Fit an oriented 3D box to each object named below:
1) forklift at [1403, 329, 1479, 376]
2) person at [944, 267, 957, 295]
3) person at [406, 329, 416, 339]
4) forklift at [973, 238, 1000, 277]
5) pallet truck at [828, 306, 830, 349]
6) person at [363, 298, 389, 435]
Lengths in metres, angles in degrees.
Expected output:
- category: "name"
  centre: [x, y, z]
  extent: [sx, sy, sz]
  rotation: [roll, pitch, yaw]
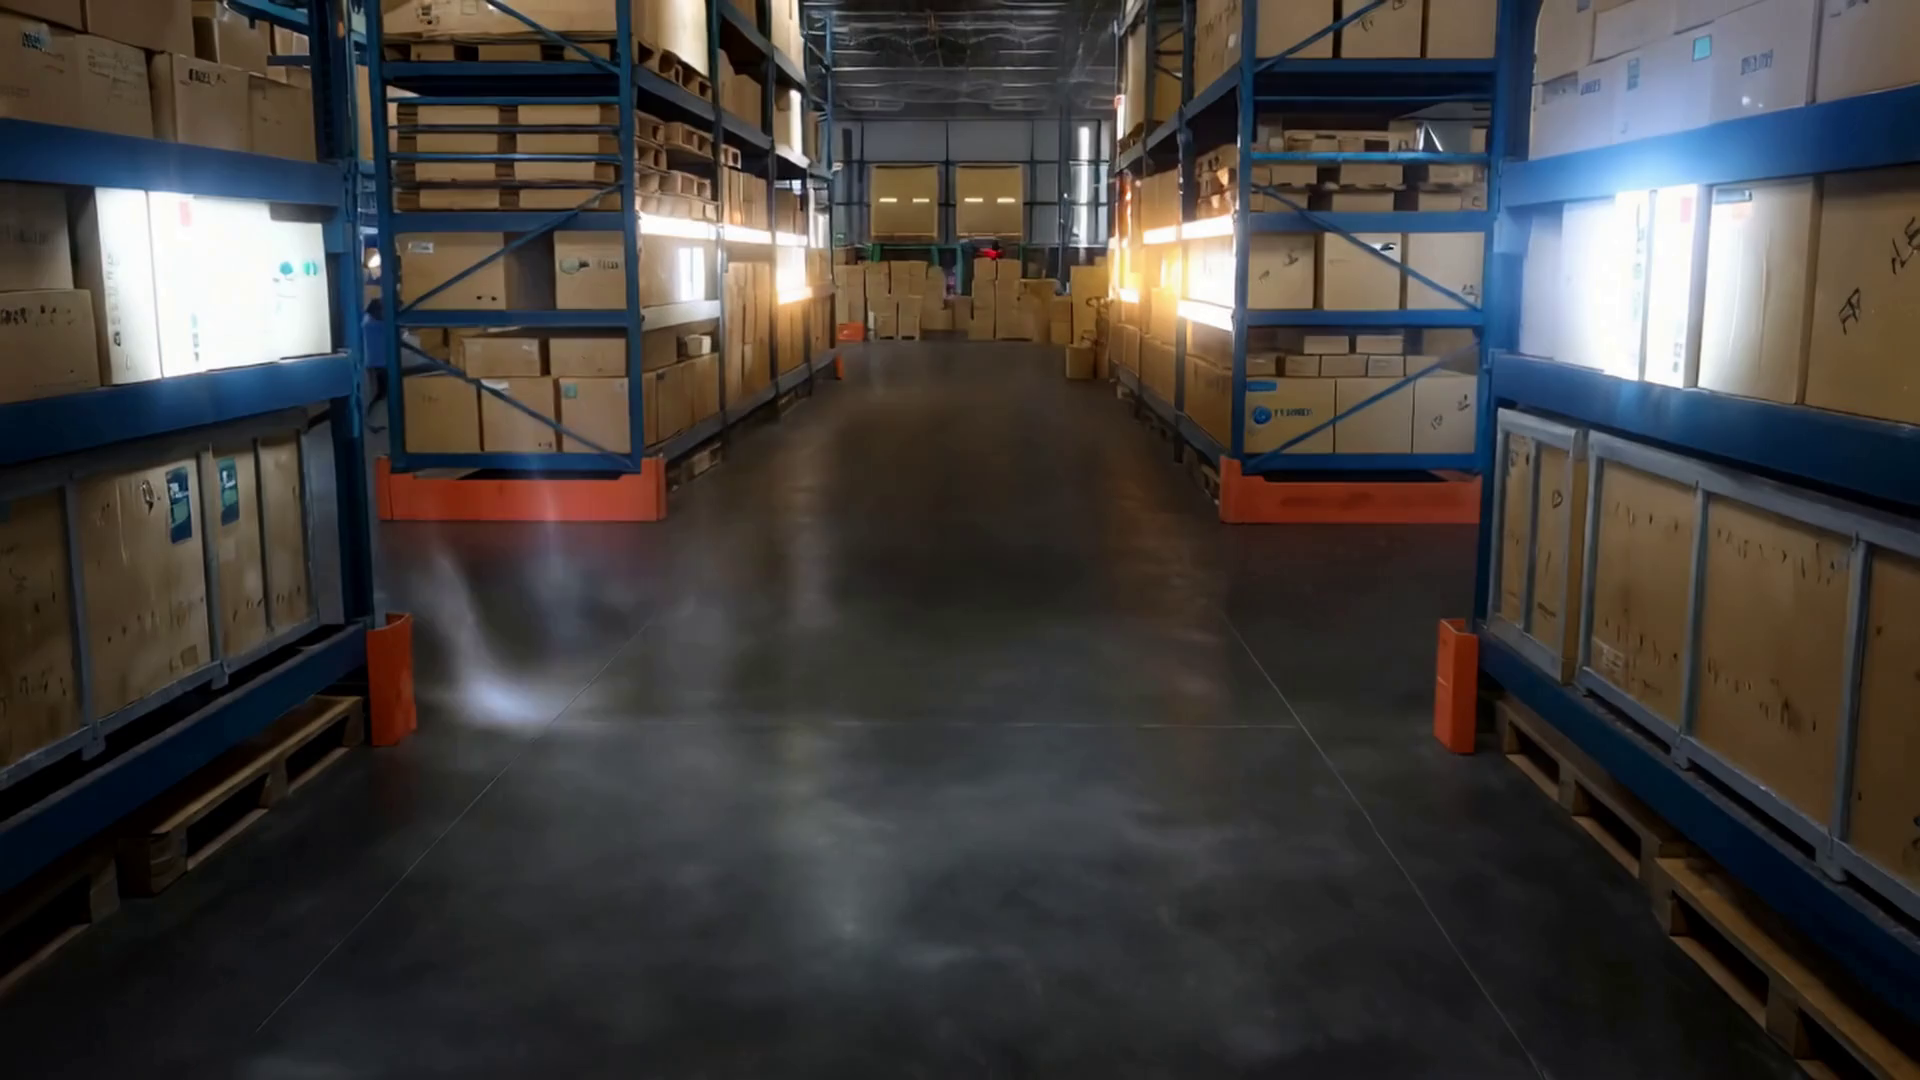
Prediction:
- category: "forklift"
  centre: [7.972, -3.737, 25.946]
  extent: [1.873, 2.768, 1.129]
  rotation: [0, 9, 1]
- category: "person"
  centre: [-0.412, -8.789, 59.232]
  extent: [0.648, 1.869, 0.389]
  rotation: [2, 10, 12]
- category: "person"
  centre: [-14.340, -6.246, 44.012]
  extent: [0.639, 1.874, 0.878]
  rotation: [3, 10, 19]
- category: "forklift"
  centre: [0.885, -8.724, 55.817]
  extent: [1.129, 2.768, 1.873]
  rotation: [0, 9, 0]
- category: "pallet truck"
  centre: [-3.100, -3.940, 29.800]
  extent: [1.885, 1.965, 0.823]
  rotation: [3, 10, 19]
- category: "person"
  centre: [-6.934, -2.042, 19.611]
  extent: [0.607, 1.613, 0.551]
  rotation: [9, 13, 43]
